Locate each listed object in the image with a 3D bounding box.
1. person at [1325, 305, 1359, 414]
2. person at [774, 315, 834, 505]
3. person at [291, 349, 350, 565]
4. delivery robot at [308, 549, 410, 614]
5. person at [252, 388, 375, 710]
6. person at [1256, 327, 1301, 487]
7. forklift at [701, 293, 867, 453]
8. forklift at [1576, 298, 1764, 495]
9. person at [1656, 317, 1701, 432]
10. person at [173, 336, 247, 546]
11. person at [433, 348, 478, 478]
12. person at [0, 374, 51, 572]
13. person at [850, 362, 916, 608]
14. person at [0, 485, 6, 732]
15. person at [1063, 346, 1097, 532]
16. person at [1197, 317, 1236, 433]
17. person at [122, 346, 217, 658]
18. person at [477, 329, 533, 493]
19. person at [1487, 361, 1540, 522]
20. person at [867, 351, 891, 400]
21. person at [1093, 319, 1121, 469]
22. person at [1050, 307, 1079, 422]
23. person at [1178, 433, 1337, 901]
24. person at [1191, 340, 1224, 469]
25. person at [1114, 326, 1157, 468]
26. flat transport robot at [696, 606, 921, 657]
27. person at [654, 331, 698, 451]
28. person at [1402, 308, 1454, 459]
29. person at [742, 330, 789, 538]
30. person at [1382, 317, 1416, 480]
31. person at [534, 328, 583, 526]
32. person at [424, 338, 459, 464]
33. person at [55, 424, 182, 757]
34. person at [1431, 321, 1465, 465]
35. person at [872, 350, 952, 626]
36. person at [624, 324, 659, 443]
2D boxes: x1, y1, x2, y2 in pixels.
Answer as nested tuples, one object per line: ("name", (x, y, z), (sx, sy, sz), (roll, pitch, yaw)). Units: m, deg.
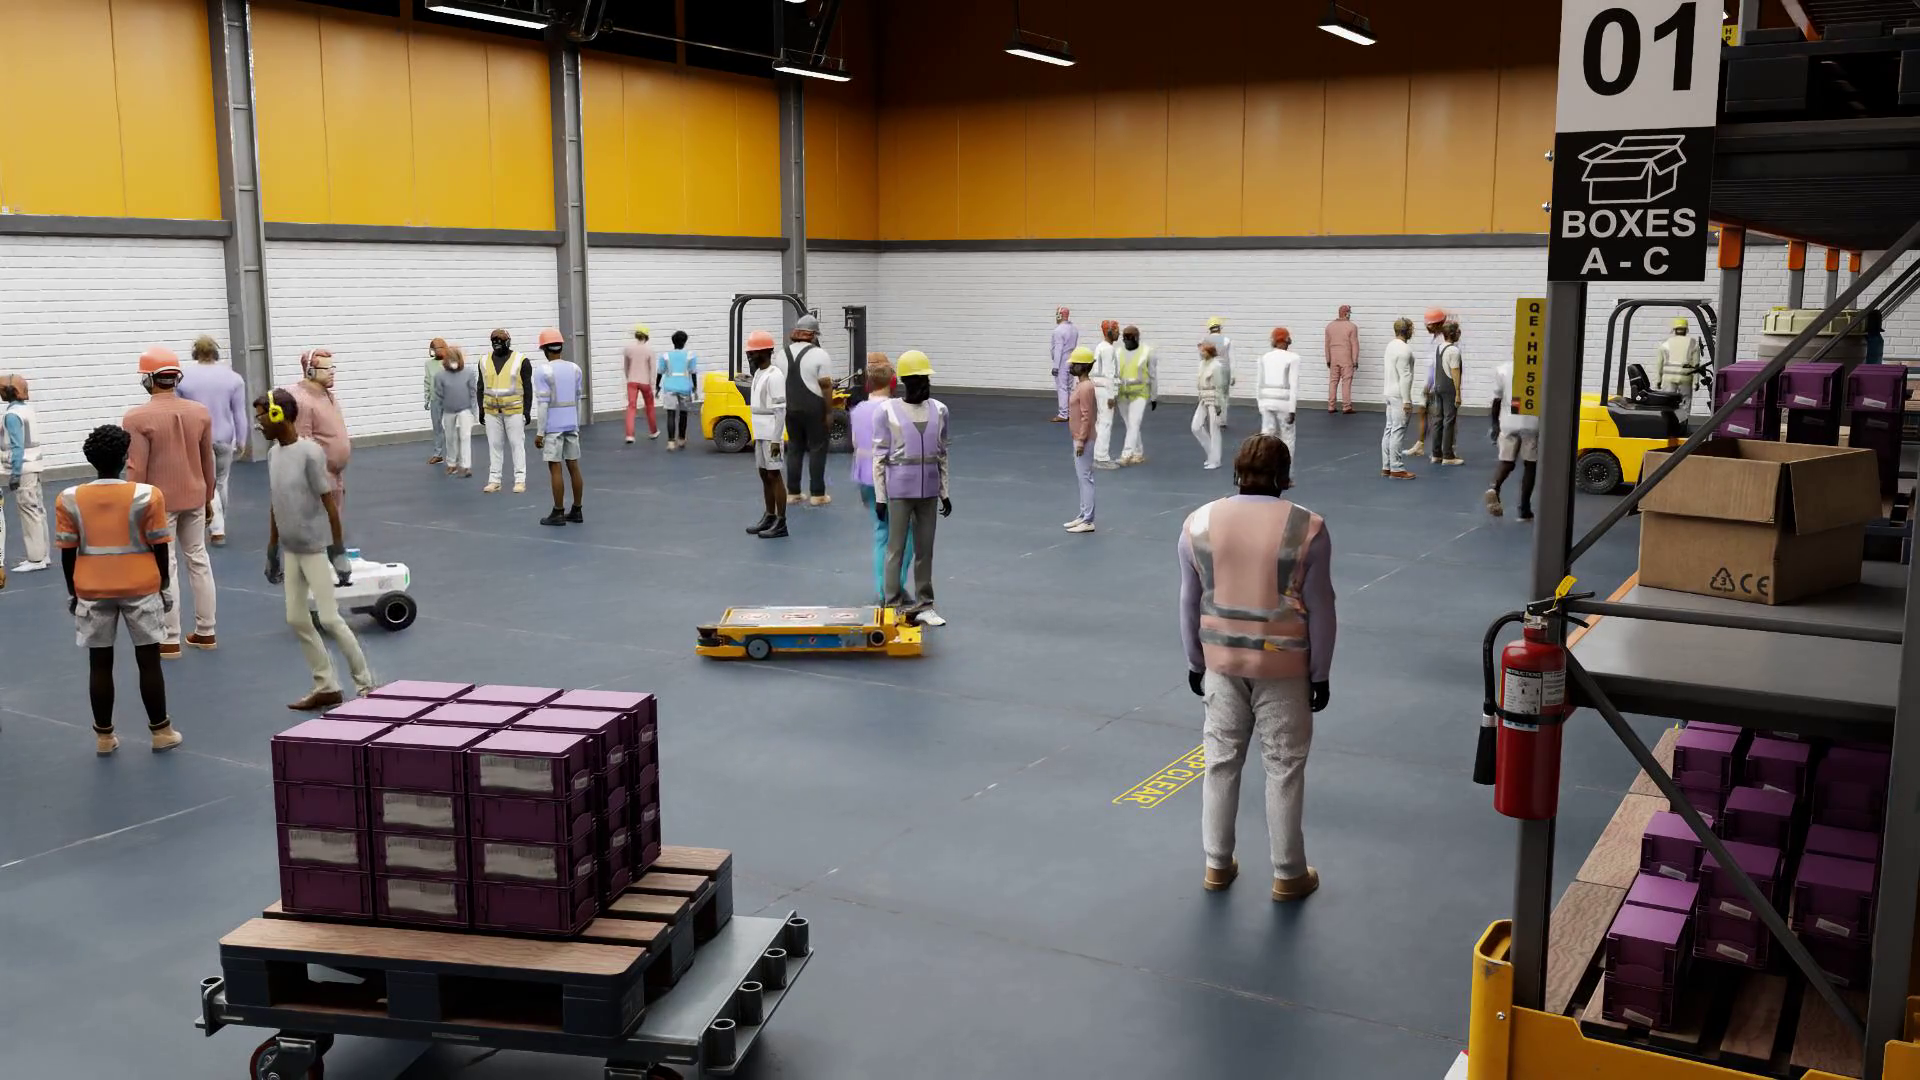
("person", (6.721, -3.158, 29.236), (0.440, 1.924, 0.659), (-9, 13, -44))
("person", (-1.641, -1.398, 17.748), (0.702, 2.000, 0.536), (5, 10, 29))
("person", (-4.713, -0.458, 12.312), (0.403, 1.904, 0.679), (0, 9, -2))
("delivery robot", (-4.181, 0.303, 11.462), (0.707, 0.478, 0.477), (-5, 10, -28))
("person", (-3.592, 0.067, 9.283), (0.690, 1.825, 0.431), (6, 11, 33))
("person", (3.619, -1.497, 18.955), (0.596, 1.841, 0.767), (7, 11, 37))
("forklift", (-2.458, -2.344, 23.176), (2.313, 2.155, 1.214), (0, 9, -2))
("forklift", (7.954, -1.589, 18.462), (2.313, 2.155, 1.214), (5, 11, 30))
("person", (10.759, -2.421, 24.873), (0.624, 1.801, 0.791), (5, 11, 31))
("person", (-6.844, -0.906, 15.167), (0.644, 1.889, 1.017), (-6, 11, -34))
("person", (-6.065, -1.525, 20.035), (0.513, 1.549, 0.956), (-3, 9, -16))
("person", (-7.736, -0.554, 13.732), (0.310, 1.638, 0.523), (-3, 10, -17))
("person", (-0.552, -0.386, 12.170), (0.634, 1.809, 0.420), (9, 13, 44))
("person", (-5.328, 0.094, 8.754), (0.548, 1.937, 0.379), (-3, 10, -18))
("person", (1.152, -0.956, 15.836), (0.305, 1.772, 0.525), (0, 9, -1))
("person", (3.960, -2.548, 25.756), (0.597, 1.777, 0.770), (1, 9, 6))
("person", (-5.064, -0.242, 10.675), (0.381, 1.994, 0.621), (5, 10, 28))
("person", (-5.113, -1.444, 18.655), (0.629, 1.842, 0.429), (1, 9, 6))
("person", (5.473, -1.119, 16.318), (0.616, 1.946, 0.700), (8, 12, 39))
("person", (-0.865, -1.186, 17.689), (0.278, 1.634, 0.499), (0, 9, -3))
("person", (1.854, -1.842, 21.010), (0.337, 1.879, 0.584), (-1, 9, -5))
("person", (1.697, -2.909, 27.594), (0.400, 1.907, 0.645), (6, 11, 32))
("person", (1.176, 0.498, 6.553), (0.622, 1.838, 0.429), (5, 10, 28))
("person", (3.132, -1.697, 20.903), (0.368, 1.621, 0.586), (-4, 10, -22))
("person", (2.165, -1.826, 21.214), (0.649, 1.789, 0.975), (6, 11, 31))
("flat transport robot", (-0.970, 0.589, 10.854), (1.431, 0.197, 0.652), (0, 9, -2))
("person", (-3.952, -2.078, 23.170), (0.599, 1.644, 0.844), (-2, 9, -10))
("person", (6.189, -2.044, 21.904), (0.805, 2.001, 0.610), (0, 9, 3))
("person", (-1.815, -0.982, 15.478), (0.373, 1.933, 0.550), (-5, 10, -26))
("person", (5.264, -1.693, 19.903), (0.363, 1.939, 0.636), (-1, 9, -3))
("person", (-3.937, -1.099, 16.236), (0.385, 1.927, 0.545), (7, 11, 36))
("person", (-6.674, -1.783, 21.415), (0.509, 1.632, 0.270), (3, 9, 16))
("person", (-4.276, 0.262, 8.456), (0.535, 1.697, 0.322), (-2, 9, -11))
("person", (6.279, -1.882, 21.375), (0.345, 1.847, 0.507), (-3, 9, -16))
("person", (-0.323, -0.345, 11.514), (0.594, 1.929, 0.357), (-5, 11, -30))
("person", (-4.672, -2.283, 24.296), (0.528, 1.713, 0.939), (1, 9, 5))
